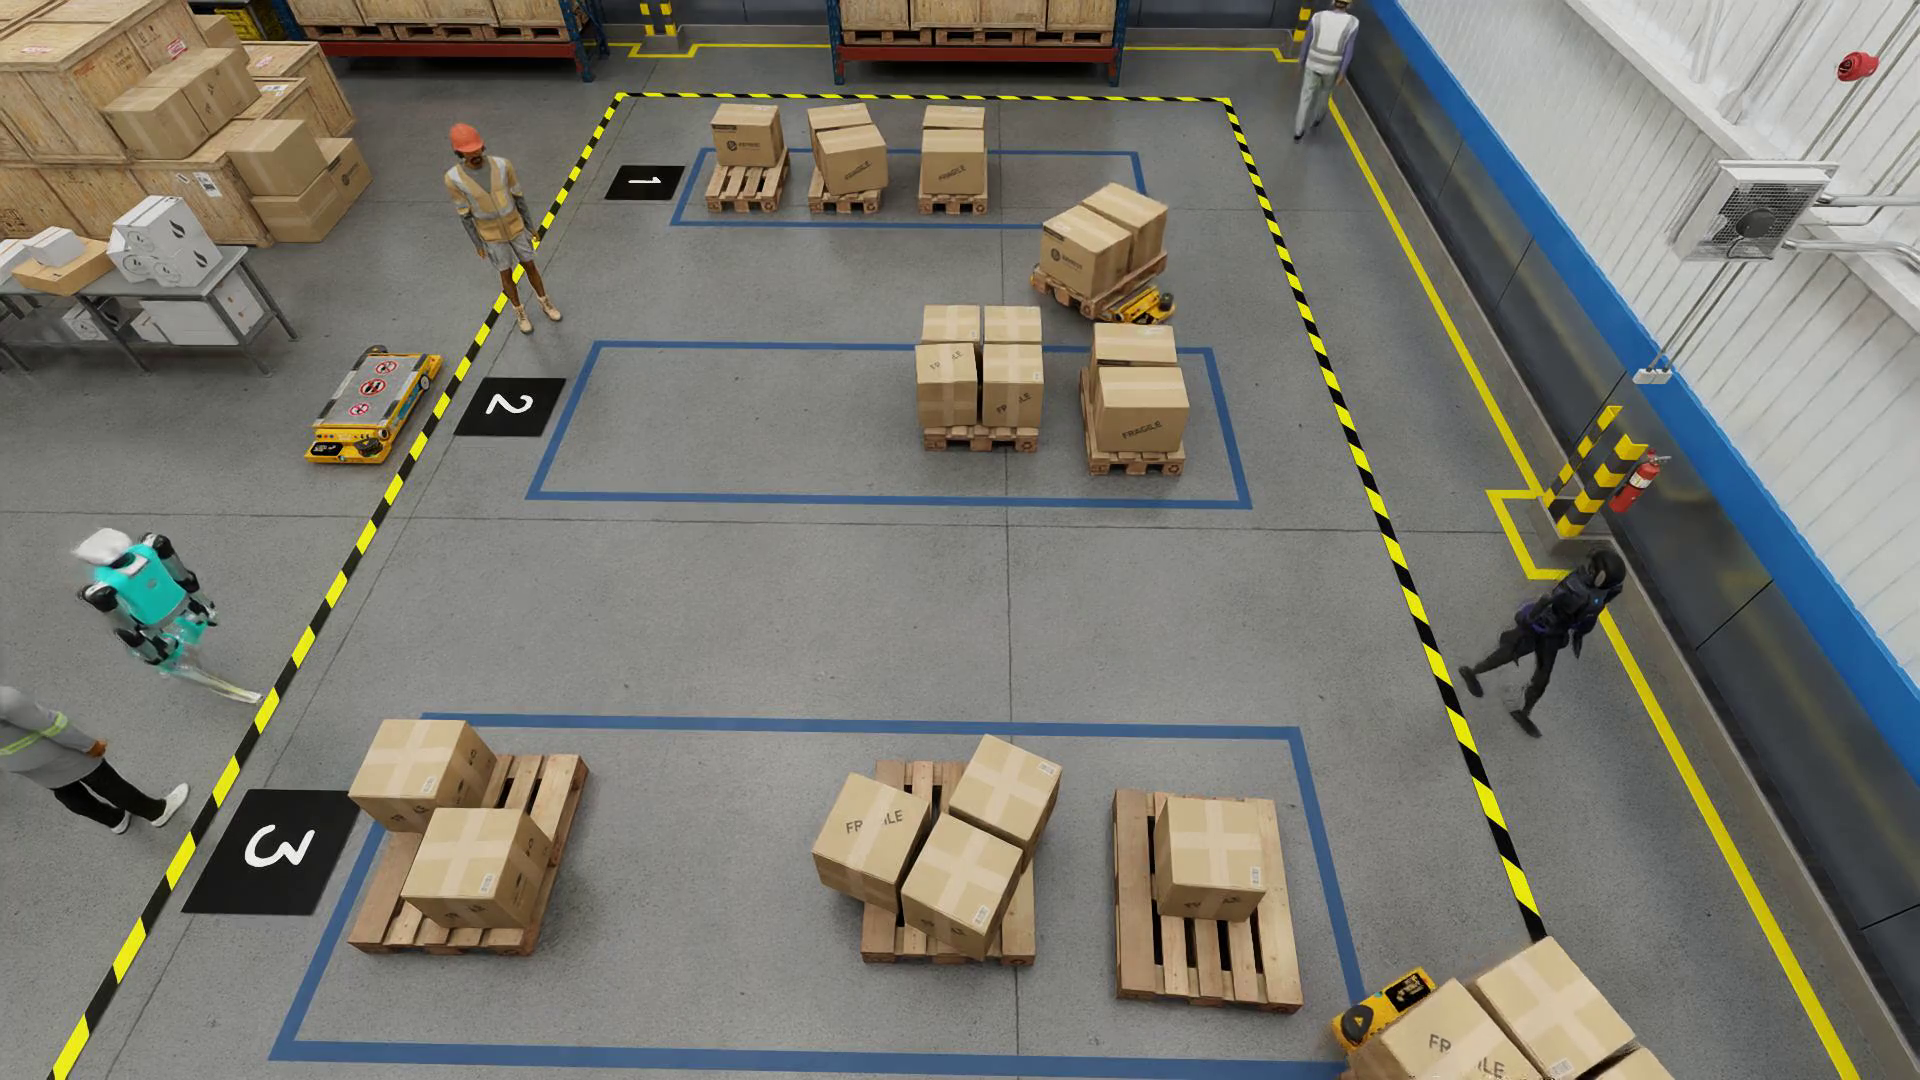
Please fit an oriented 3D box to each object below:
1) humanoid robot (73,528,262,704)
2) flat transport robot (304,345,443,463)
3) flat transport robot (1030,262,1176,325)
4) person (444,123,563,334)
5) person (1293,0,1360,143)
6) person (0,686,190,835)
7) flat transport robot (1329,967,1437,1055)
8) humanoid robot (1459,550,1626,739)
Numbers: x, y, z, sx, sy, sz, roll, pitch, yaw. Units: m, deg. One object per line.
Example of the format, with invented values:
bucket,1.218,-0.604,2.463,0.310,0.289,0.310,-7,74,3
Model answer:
humanoid robot,-5.251,0.567,5.983,0.892,1.846,0.553,9,50,8
flat transport robot,-5.383,-1.269,8.441,0.659,0.231,1.431,1,50,1
flat transport robot,1.481,-2.615,9.562,1.431,0.197,0.652,37,59,27
person,-4.323,-2.922,8.676,0.607,2.048,0.364,-31,56,-24
person,4.554,-5.970,11.414,0.619,1.793,0.872,21,53,17
person,-5.346,1.183,5.328,0.589,1.852,0.399,-5,50,-4
flat transport robot,2.675,3.048,4.769,0.652,0.197,1.431,-20,53,-16
humanoid robot,3.786,0.656,5.901,0.590,1.633,0.670,-8,50,-7
